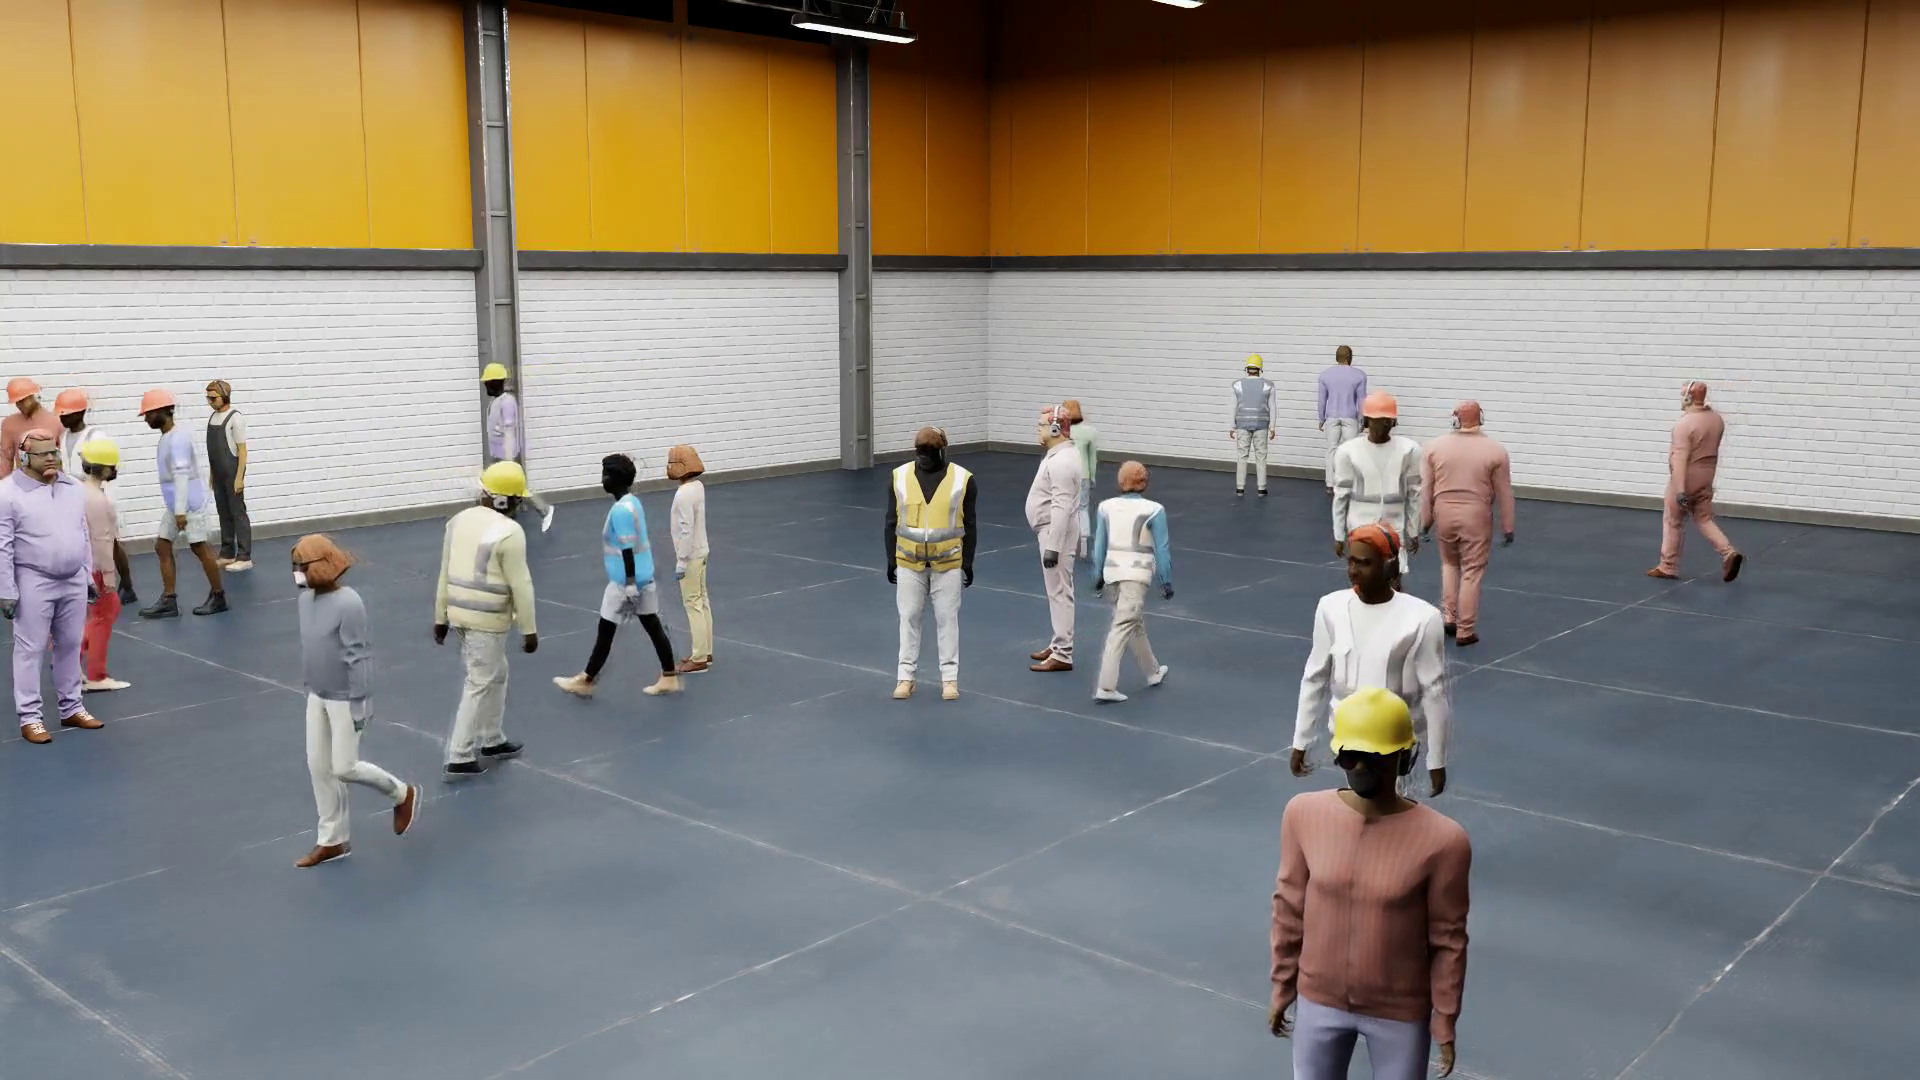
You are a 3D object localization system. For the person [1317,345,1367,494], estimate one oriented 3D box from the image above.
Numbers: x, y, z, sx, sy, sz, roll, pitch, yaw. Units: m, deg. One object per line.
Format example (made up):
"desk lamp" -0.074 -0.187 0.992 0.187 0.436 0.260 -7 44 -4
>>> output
"person" 4.950 -1.560 21.585 0.628 1.936 0.375 4 10 21

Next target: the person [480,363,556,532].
"person" -4.879 -0.973 18.031 0.829 1.900 0.590 -5 10 -29

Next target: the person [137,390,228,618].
"person" -6.499 -0.288 13.736 0.800 1.882 0.660 -7 12 -38

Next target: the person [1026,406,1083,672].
"person" 0.674 -0.012 11.953 0.409 1.909 0.641 1 9 5

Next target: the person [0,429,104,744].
"person" -5.568 0.270 10.184 0.403 1.906 0.652 4 10 24

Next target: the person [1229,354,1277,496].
"person" 3.753 -1.468 21.326 0.600 1.831 0.404 2 9 11

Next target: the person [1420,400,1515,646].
"person" 3.918 -0.136 12.810 0.696 1.879 0.547 6 11 34

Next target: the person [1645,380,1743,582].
"person" 6.786 -0.534 15.310 0.646 1.885 0.795 -5 10 -28

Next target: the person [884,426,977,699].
"person" -0.201 0.156 11.125 0.619 1.838 0.430 1 9 5

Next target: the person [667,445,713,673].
"person" -1.935 0.134 11.890 0.269 1.632 0.504 1 9 4

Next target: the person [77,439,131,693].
"person" -5.811 0.183 11.217 0.408 1.739 0.550 -7 12 -39

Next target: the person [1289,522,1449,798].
"person" 1.630 0.845 6.790 0.964 1.831 0.608 -8 12 -41

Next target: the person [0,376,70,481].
"person" -8.098 -0.478 14.679 0.648 1.971 0.523 0 9 2

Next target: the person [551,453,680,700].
"person" -2.287 0.252 11.083 0.868 1.647 0.549 0 9 0

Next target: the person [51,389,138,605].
"person" -7.417 -0.323 13.983 0.545 1.877 0.988 4 10 21

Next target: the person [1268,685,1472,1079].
"person" 1.080 1.250 4.466 0.523 1.769 0.322 5 10 28

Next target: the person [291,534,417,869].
"person" -2.967 0.756 8.039 0.507 1.611 0.538 6 11 35

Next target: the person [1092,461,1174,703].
"person" 1.173 0.270 11.154 0.845 1.583 0.520 -9 12 -43

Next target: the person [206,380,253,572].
"person" -7.037 -0.616 15.954 0.506 1.841 0.346 6 11 32

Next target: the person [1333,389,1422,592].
"person" 3.025 -0.095 12.111 0.636 2.021 0.567 1 9 4

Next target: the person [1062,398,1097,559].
"person" 1.134 -0.607 16.604 0.501 1.612 0.694 -1 9 -4

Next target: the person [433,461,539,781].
"person" -2.673 0.447 9.435 0.611 1.786 0.724 8 12 40
